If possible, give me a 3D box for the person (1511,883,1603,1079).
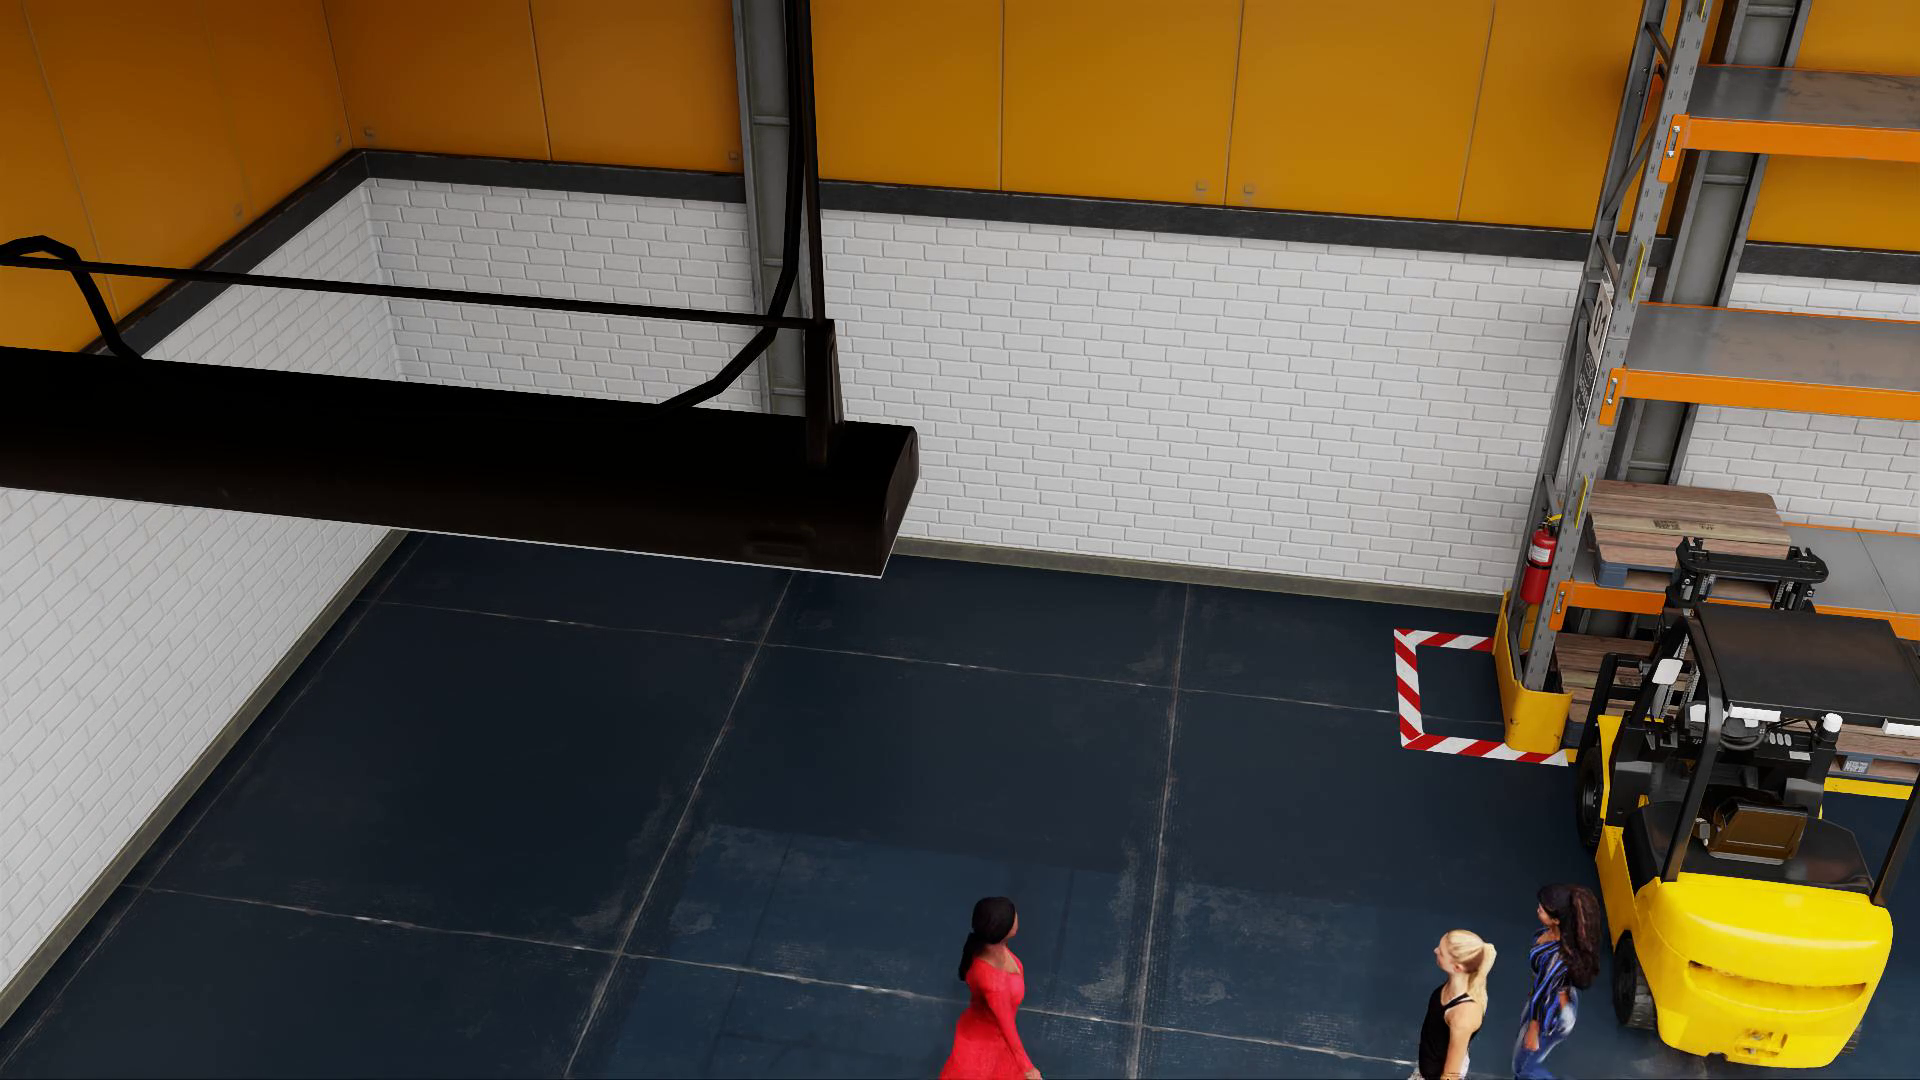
[{"bbox_3d":[2.962,2.350,8.179,0.906,1.615,0.783,14,36,19],"label":"person"}]

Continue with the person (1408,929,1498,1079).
[{"bbox_3d":[2.308,2.488,7.775,0.996,1.833,0.738,13,36,19],"label":"person"}]

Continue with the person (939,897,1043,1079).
[{"bbox_3d":[0.014,2.433,7.959,1.194,1.731,0.726,3,34,5],"label":"person"}]
